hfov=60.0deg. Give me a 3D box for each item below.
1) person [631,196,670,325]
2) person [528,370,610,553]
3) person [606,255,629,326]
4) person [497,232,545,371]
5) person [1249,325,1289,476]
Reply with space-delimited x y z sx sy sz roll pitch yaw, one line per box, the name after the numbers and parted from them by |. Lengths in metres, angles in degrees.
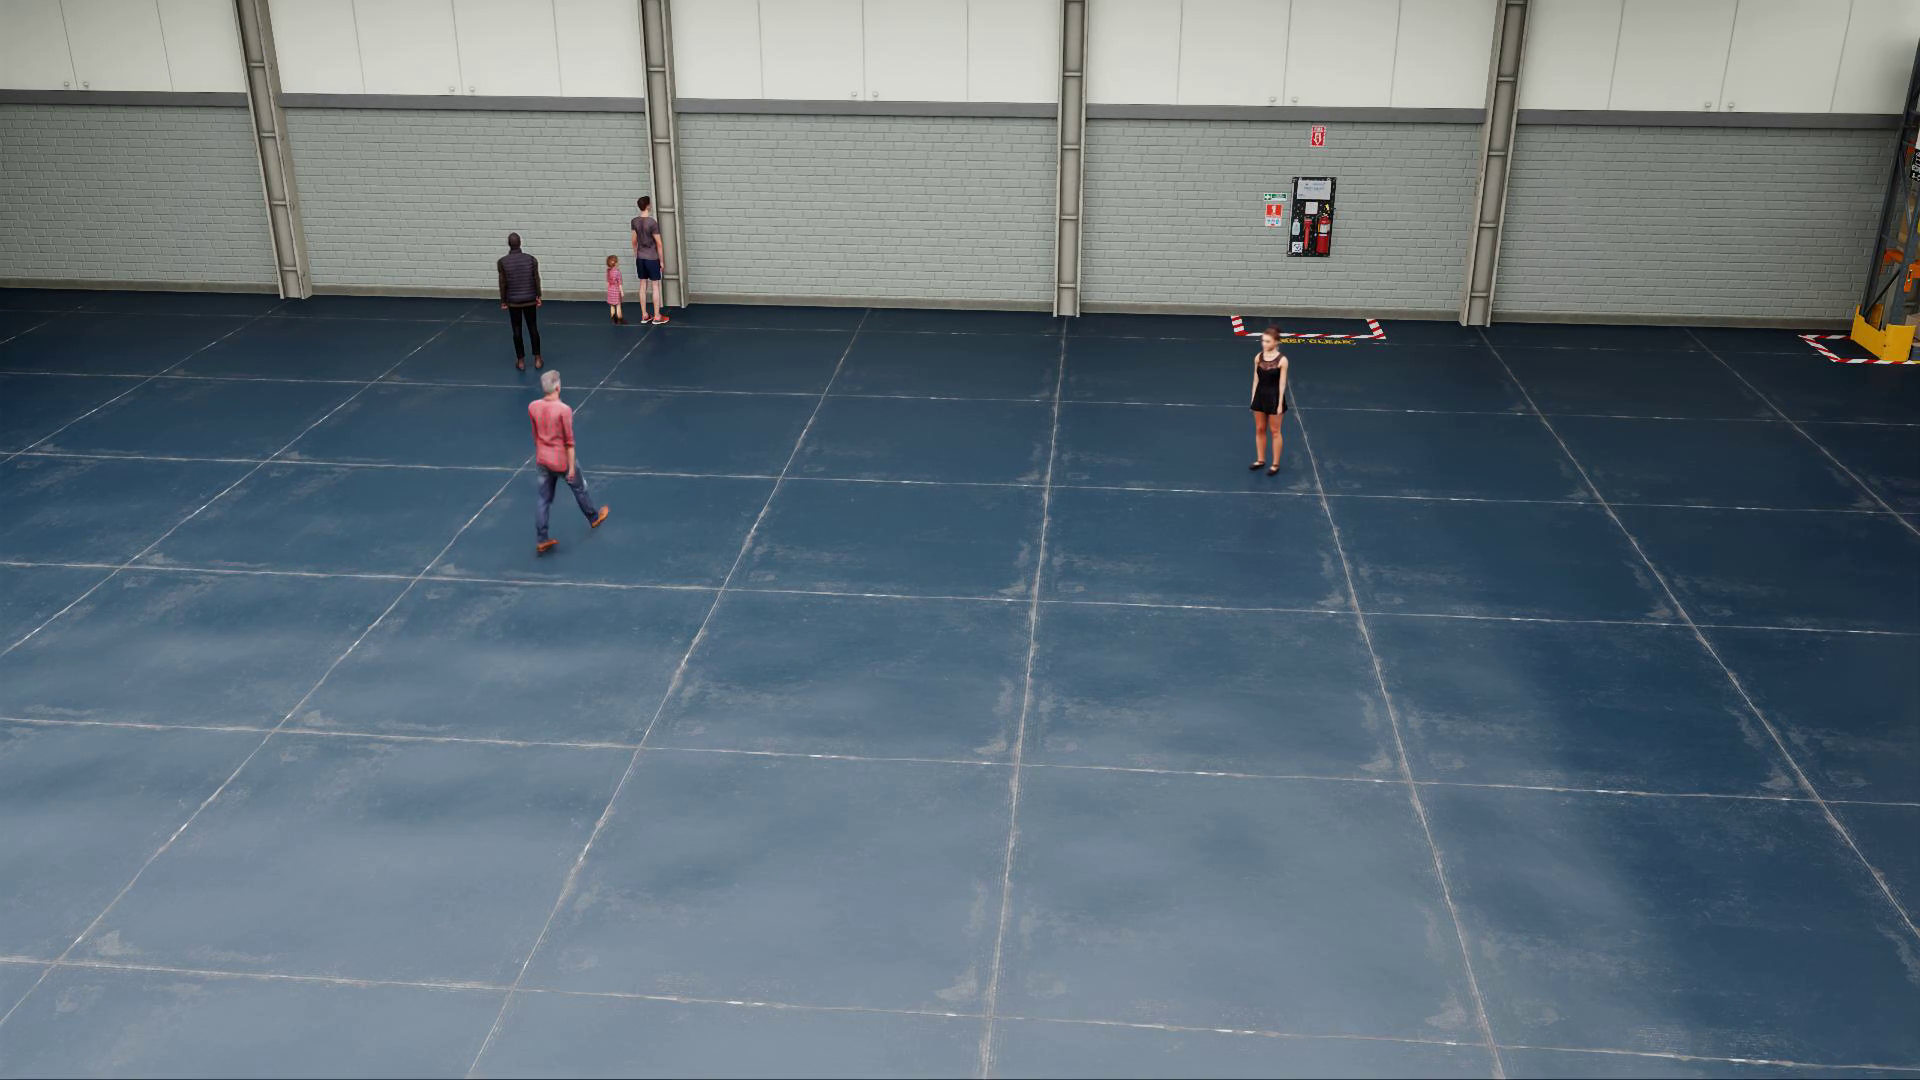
-4.542 -4.076 24.212 0.606 1.851 0.785 10 25 22 | person
-4.058 -0.739 16.451 1.231 1.784 1.022 9 25 21 | person
-5.041 -3.661 24.296 0.481 1.022 0.558 15 27 31 | person
-5.839 -3.182 22.131 0.662 1.835 0.828 -7 24 -16 | person
3.454 -1.570 18.537 0.671 1.680 0.751 19 30 38 | person
